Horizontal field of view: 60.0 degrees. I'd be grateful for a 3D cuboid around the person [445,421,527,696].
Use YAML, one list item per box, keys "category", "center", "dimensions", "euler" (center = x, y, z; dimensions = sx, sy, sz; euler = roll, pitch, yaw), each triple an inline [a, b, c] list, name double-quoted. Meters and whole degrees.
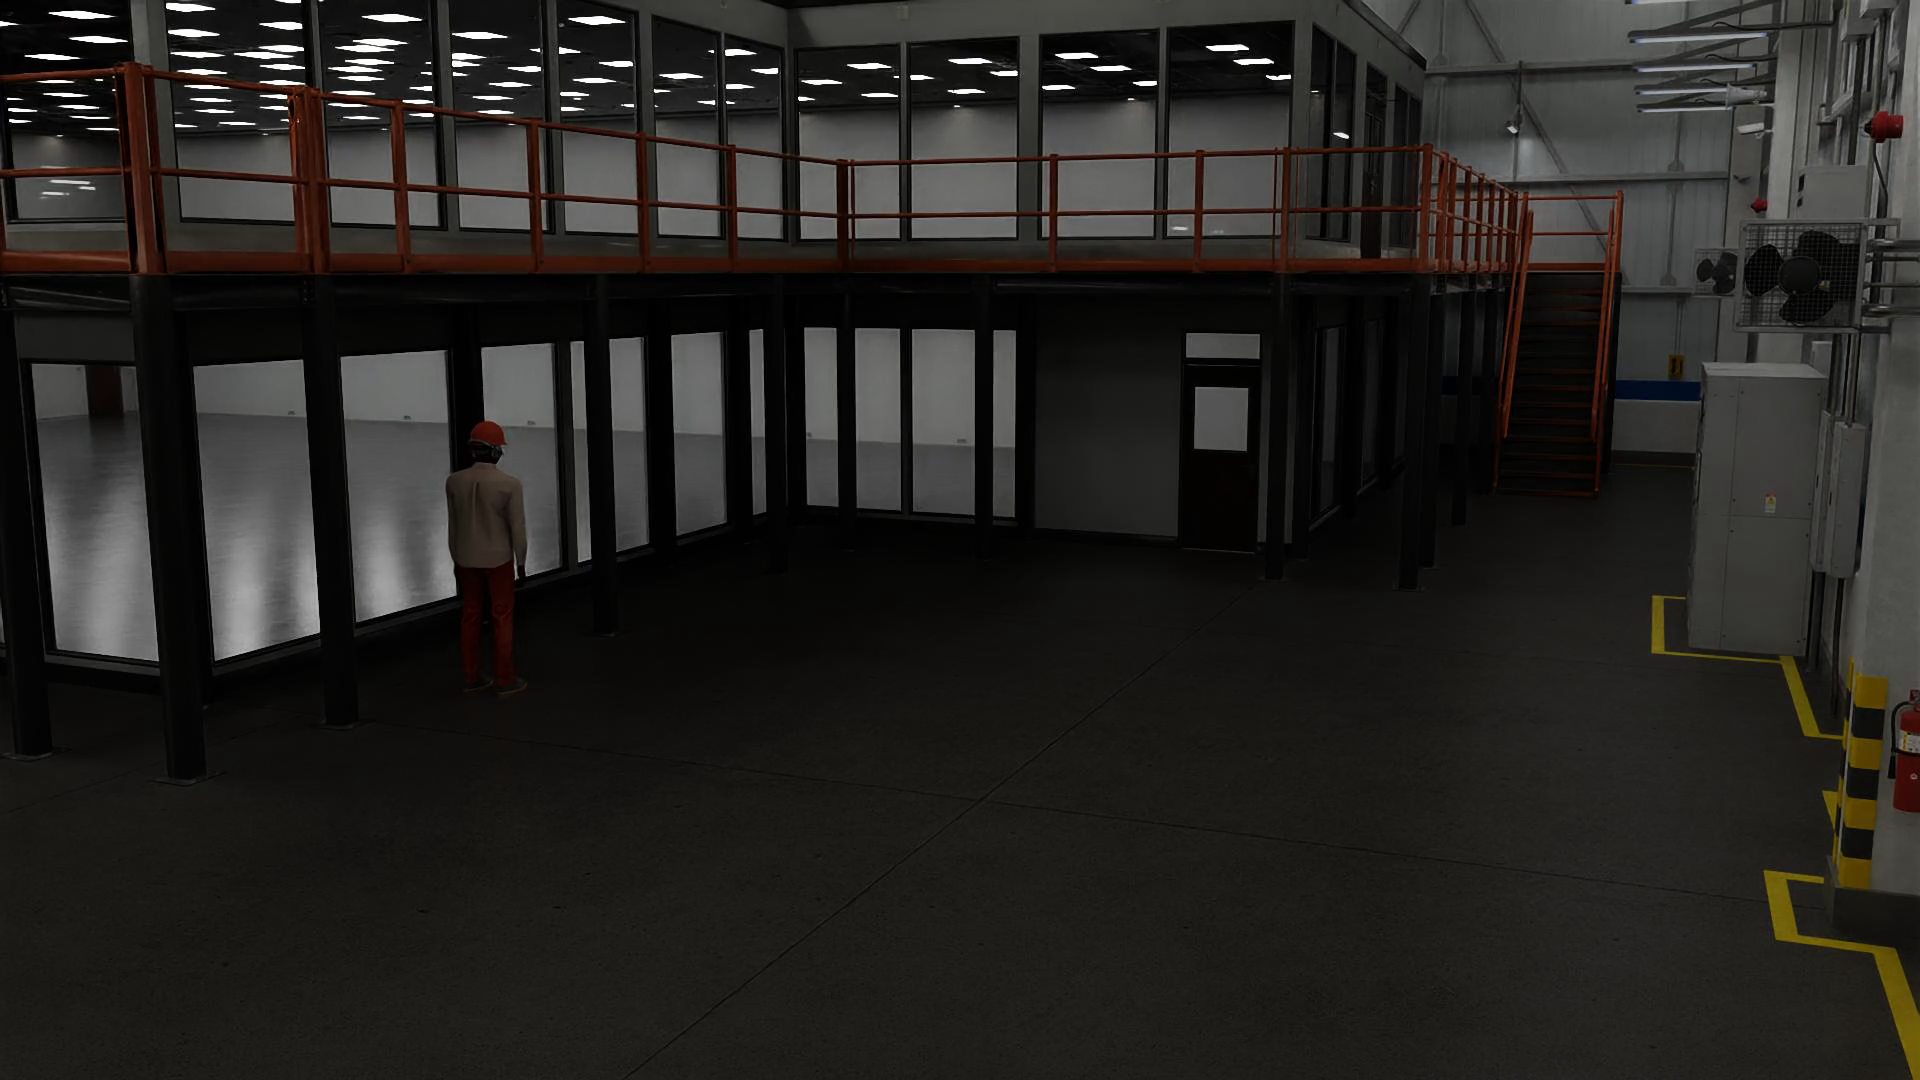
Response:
- category: "person"
  center: [-3.397, 0.135, 12.010]
  dimensions: [0.608, 1.987, 0.400]
  euler: [2, 9, 12]
